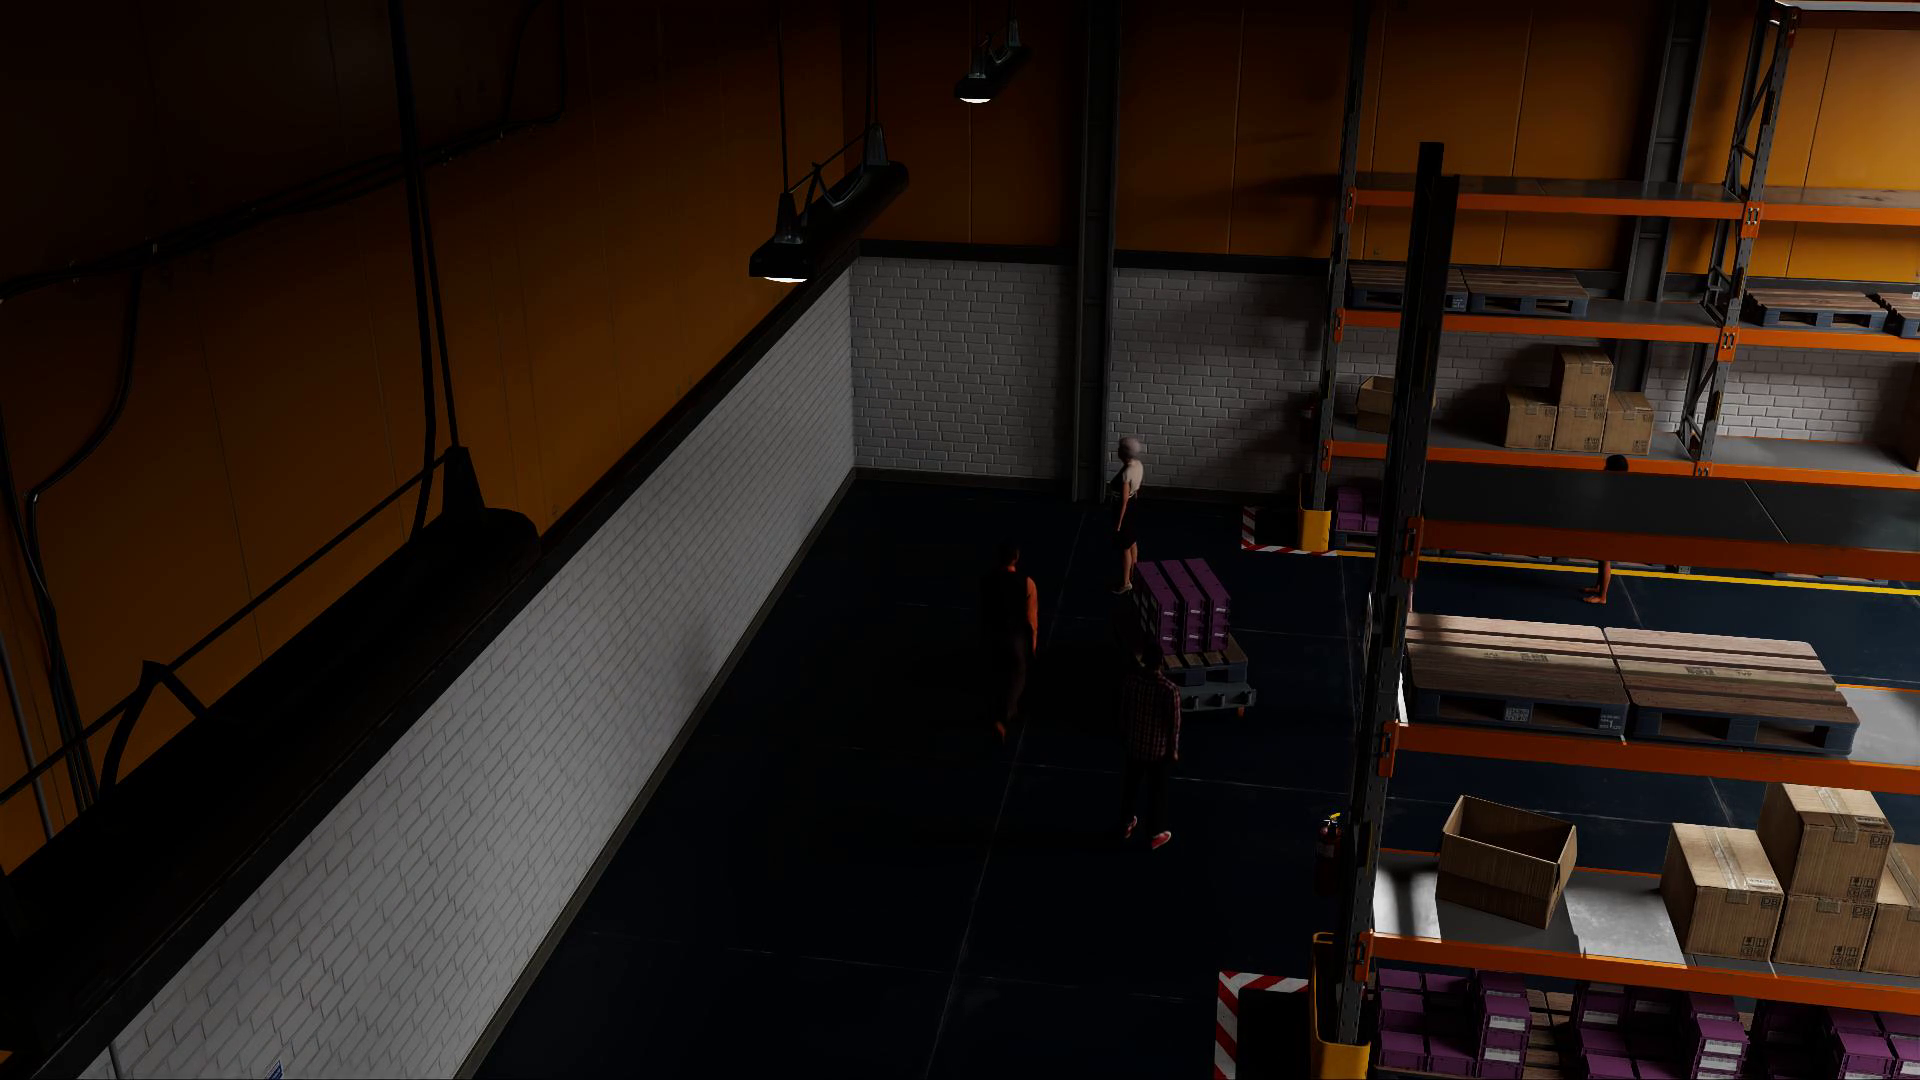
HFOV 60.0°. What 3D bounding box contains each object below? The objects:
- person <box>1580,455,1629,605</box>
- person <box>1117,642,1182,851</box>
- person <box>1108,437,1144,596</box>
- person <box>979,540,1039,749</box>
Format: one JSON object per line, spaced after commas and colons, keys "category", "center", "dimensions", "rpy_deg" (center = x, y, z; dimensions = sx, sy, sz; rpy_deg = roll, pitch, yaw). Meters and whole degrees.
{"category": "person", "center": [6.801, -0.130, 17.449], "dimensions": [0.563, 1.644, 0.674], "rpy_deg": [7, 25, 16]}
{"category": "person", "center": [1.503, 1.628, 13.292], "dimensions": [0.676, 1.753, 0.837], "rpy_deg": [16, 28, 33]}
{"category": "person", "center": [1.764, -0.256, 17.601], "dimensions": [0.630, 1.754, 0.699], "rpy_deg": [11, 26, 24]}
{"category": "person", "center": [0.391, 0.933, 14.718], "dimensions": [1.129, 1.884, 0.864], "rpy_deg": [8, 25, 17]}
